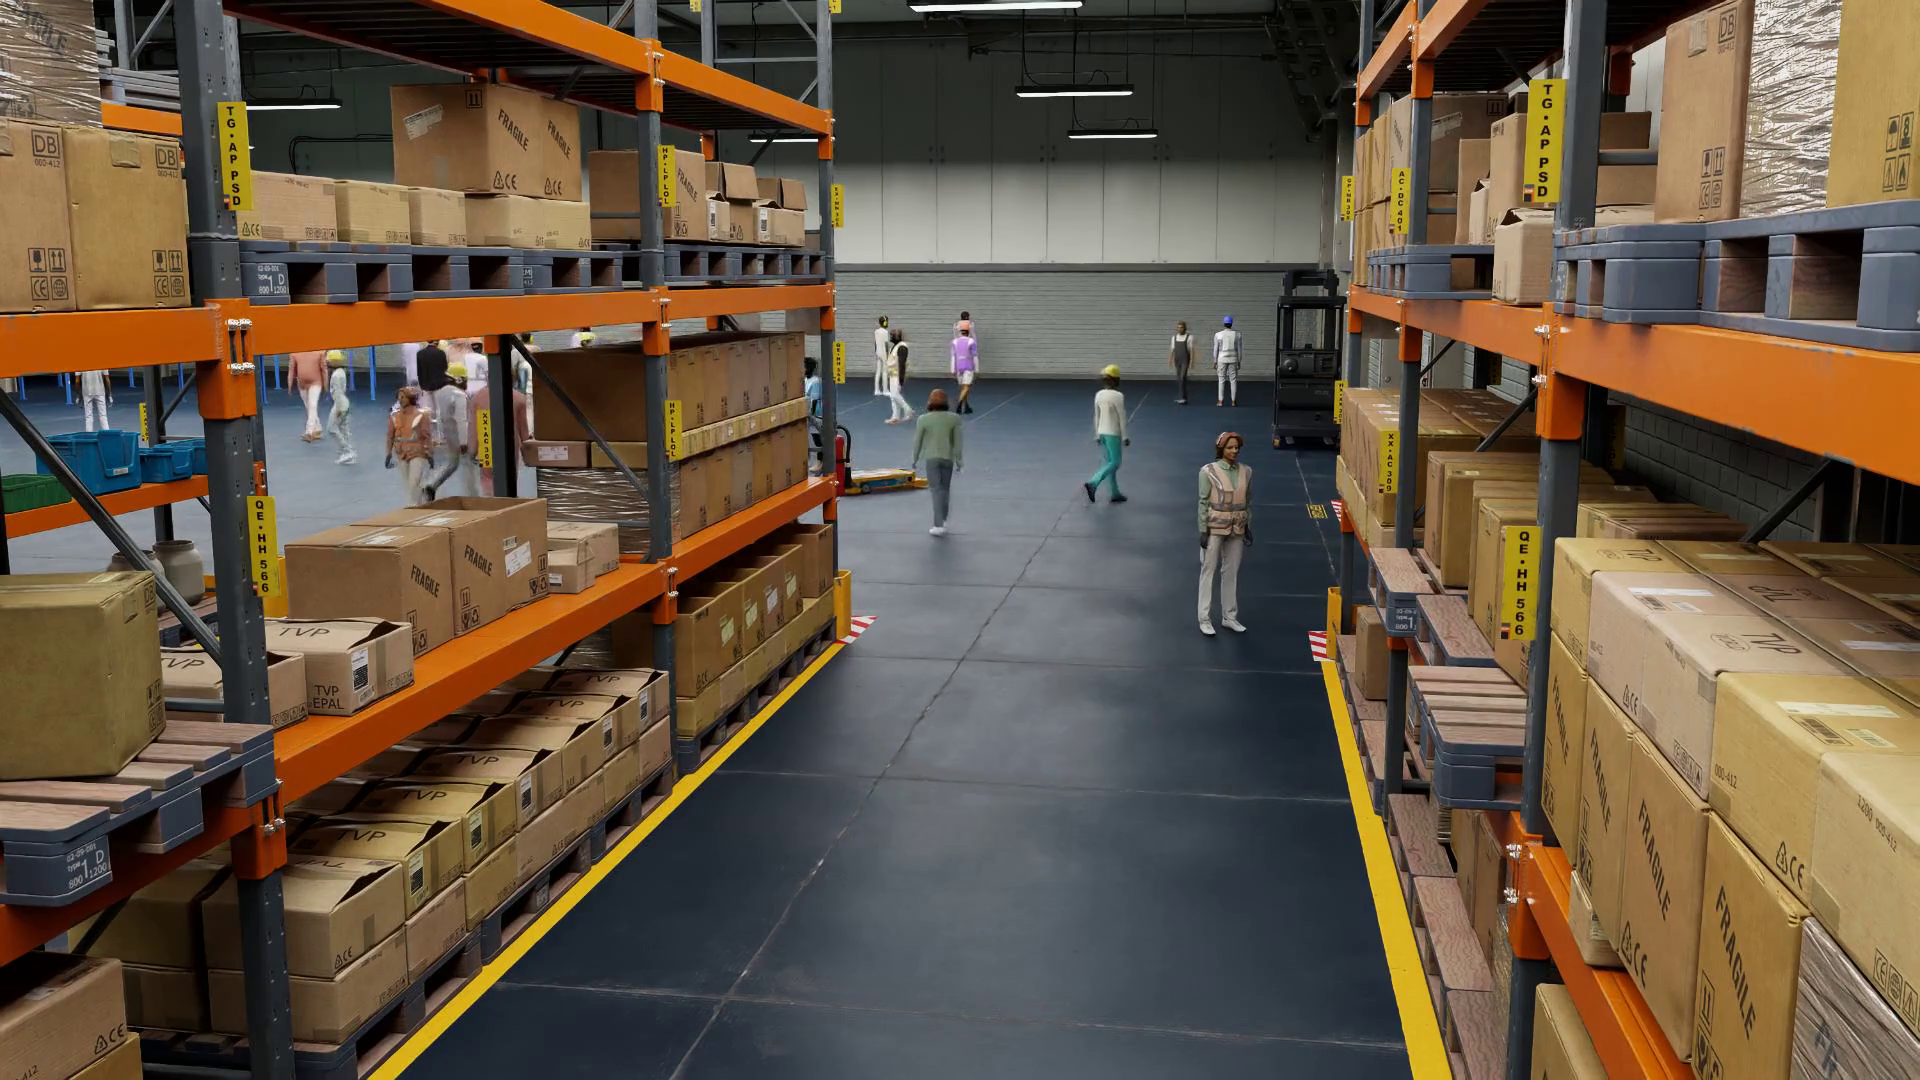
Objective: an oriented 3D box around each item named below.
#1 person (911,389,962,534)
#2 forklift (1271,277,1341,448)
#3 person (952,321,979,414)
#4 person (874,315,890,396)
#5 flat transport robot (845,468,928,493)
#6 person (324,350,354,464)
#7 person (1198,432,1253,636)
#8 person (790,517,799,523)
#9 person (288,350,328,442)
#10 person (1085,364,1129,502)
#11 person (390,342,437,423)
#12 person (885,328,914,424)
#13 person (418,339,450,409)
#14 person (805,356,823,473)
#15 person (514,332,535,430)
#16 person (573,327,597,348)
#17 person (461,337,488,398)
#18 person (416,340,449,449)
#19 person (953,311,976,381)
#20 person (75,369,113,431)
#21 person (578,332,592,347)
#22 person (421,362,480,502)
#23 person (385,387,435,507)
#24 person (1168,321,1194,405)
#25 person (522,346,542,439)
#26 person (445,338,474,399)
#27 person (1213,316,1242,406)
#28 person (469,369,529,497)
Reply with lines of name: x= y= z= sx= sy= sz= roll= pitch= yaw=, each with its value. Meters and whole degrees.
person: x=-0.266 y=-0.888 z=18.616 sx=0.528 sy=1.589 sz=0.769 roll=-3 pitch=10 yaw=-16
forklift: x=5.847 y=-3.016 z=27.970 sx=1.129 sy=2.768 sz=1.873 roll=1 pitch=9 yaw=9
person: x=0.073 y=-3.513 z=33.913 sx=0.550 sy=1.916 sz=0.878 roll=4 pitch=10 yaw=24
person: x=-1.813 y=-4.341 z=39.126 sx=0.327 sy=1.870 sz=0.530 roll=-8 pitch=12 yaw=-39
flat transport robot: x=-1.189 y=-0.802 z=22.336 sx=1.431 sy=0.197 sz=0.652 roll=-7 pitch=12 yaw=-39
person: x=-9.397 y=-2.009 z=25.163 sx=0.405 sy=1.727 sz=0.504 roll=-2 pitch=10 yaw=-14
person: x=2.133 y=-0.060 z=13.412 sx=0.512 sy=1.642 sz=0.311 roll=-4 pitch=10 yaw=-26
person: x=-1.998 y=-0.885 z=17.413 sx=1.033 sy=2.003 sz=0.607 roll=-1 pitch=9 yaw=-3
person: x=-11.243 y=-2.678 z=28.670 sx=0.633 sy=1.941 sz=1.050 roll=0 pitch=9 yaw=-1
person: x=1.849 y=-1.329 z=20.889 sx=0.684 sy=1.746 sz=0.531 roll=-5 pitch=11 yaw=-30
person: x=-10.472 y=-3.157 z=31.787 sx=0.775 sy=1.880 sz=0.651 roll=-5 pitch=10 yaw=-27
person: x=-1.192 y=-3.113 z=31.677 sx=0.454 sy=1.827 sz=0.652 roll=-3 pitch=10 yaw=-18
person: x=-10.278 y=-3.334 z=32.847 sx=0.804 sy=1.904 sz=0.574 roll=-5 pitch=11 yaw=-29
person: x=-2.217 y=-1.811 z=24.073 sx=0.550 sy=1.675 sz=0.551 roll=-5 pitch=11 yaw=-30
person: x=-7.898 y=-2.939 z=30.514 sx=0.530 sy=1.850 sz=0.391 roll=0 pitch=9 yaw=-2
person: x=-8.331 y=-3.993 z=36.903 sx=0.591 sy=1.899 sz=0.843 roll=-7 pitch=11 yaw=-36
person: x=-7.830 y=-2.408 z=27.199 sx=0.578 sy=1.860 sz=1.032 roll=6 pitch=11 yaw=33
person: x=-8.655 y=-2.510 z=27.433 sx=0.610 sy=1.996 sz=0.378 roll=4 pitch=10 yaw=23
person: x=0.139 y=-5.161 z=44.285 sx=0.619 sy=1.838 sz=0.430 roll=2 pitch=10 yaw=14
person: x=-13.771 y=-2.285 z=26.438 sx=0.538 sy=1.869 sz=0.313 roll=-4 pitch=10 yaw=-25
person: x=-7.103 y=-3.191 z=32.424 sx=0.647 sy=1.731 sz=0.572 roll=-4 pitch=10 yaw=-22
person: x=-6.220 y=-1.285 z=20.446 sx=0.758 sy=1.812 sz=0.594 roll=-9 pitch=13 yaw=-44
person: x=-6.272 y=-0.916 z=18.817 sx=0.540 sy=1.601 sz=0.830 roll=3 pitch=10 yaw=18
person: x=4.775 y=-3.847 z=36.246 sx=0.526 sy=1.805 sz=0.886 roll=6 pitch=11 yaw=33
person: x=-7.333 y=-2.546 z=28.819 sx=0.531 sy=1.617 sz=0.688 roll=1 pitch=9 yaw=5
person: x=-8.986 y=-2.849 z=29.938 sx=0.671 sy=1.859 sz=0.985 roll=0 pitch=9 yaw=1
person: x=5.787 y=-3.877 z=36.015 sx=0.606 sy=1.947 sz=0.406 roll=1 pitch=9 yaw=3
person: x=-5.187 y=-1.044 z=18.732 sx=0.675 sy=1.884 sz=0.516 roll=-4 pitch=10 yaw=-24
